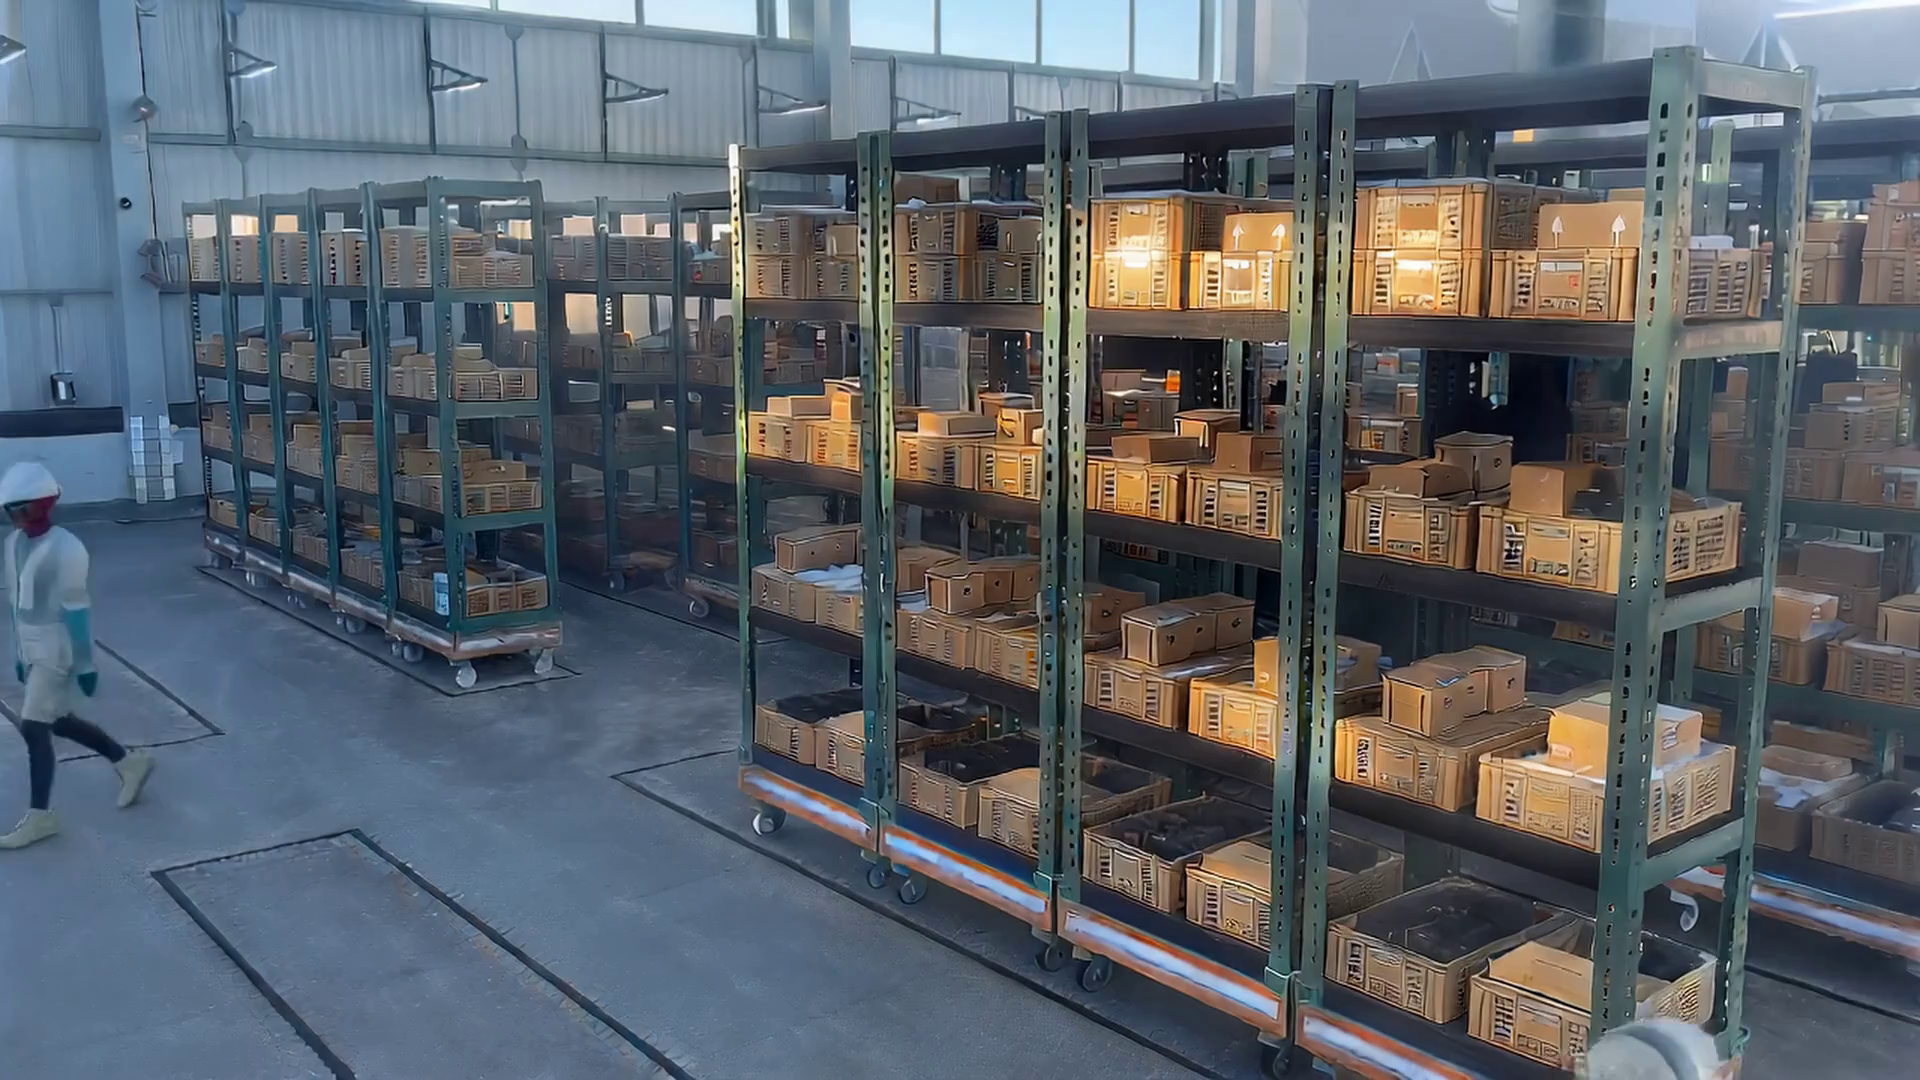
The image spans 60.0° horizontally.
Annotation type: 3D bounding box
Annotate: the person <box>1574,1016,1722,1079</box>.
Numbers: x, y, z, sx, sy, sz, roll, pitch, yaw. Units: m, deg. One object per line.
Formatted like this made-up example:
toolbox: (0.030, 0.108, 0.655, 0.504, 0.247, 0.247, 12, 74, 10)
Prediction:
person: (0.975, 1.658, 2.562, 0.631, 1.890, 0.659, -4, 10, -21)

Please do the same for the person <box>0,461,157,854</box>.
person: (-4.736, 0.568, 8.784, 0.615, 2.018, 0.916, 6, 11, 33)
